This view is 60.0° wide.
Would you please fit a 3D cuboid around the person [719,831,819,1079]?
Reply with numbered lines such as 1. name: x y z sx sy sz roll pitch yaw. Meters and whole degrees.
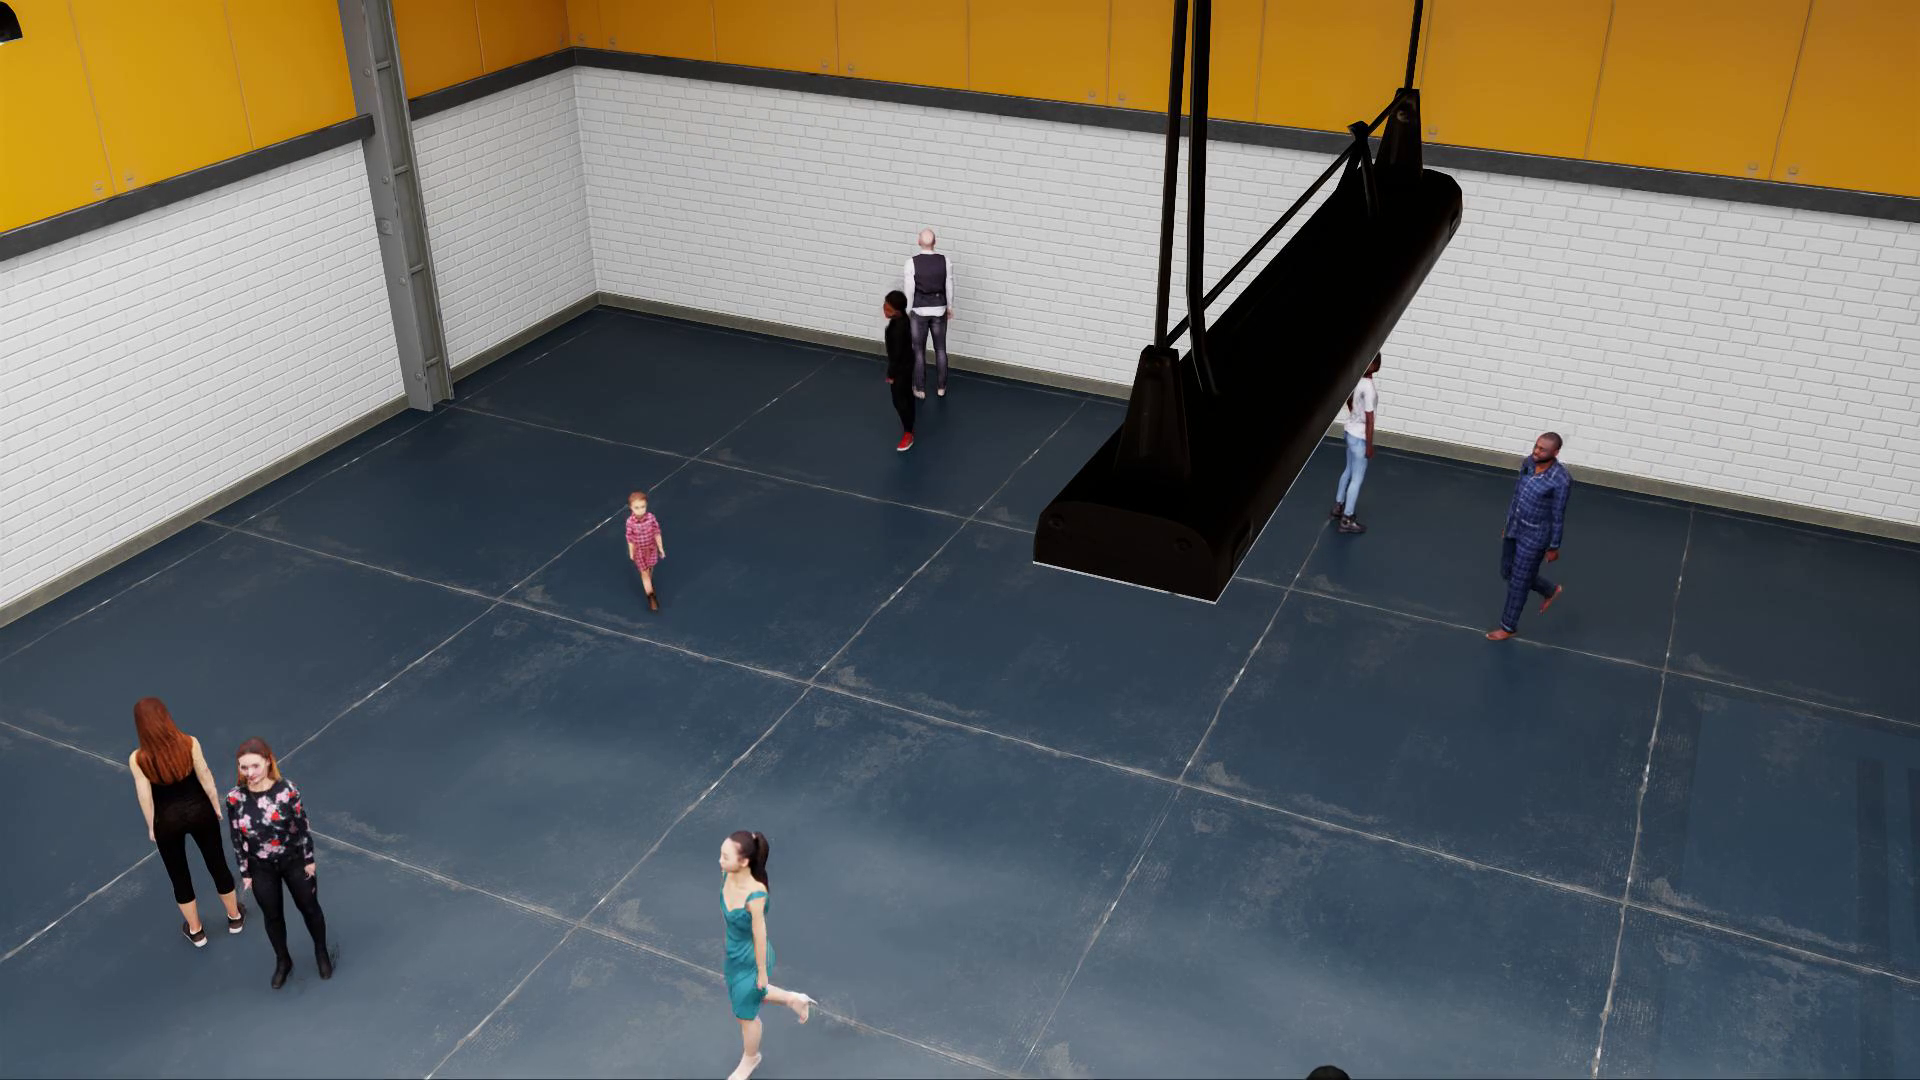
1. person: -1.076 2.246 9.034 0.904 1.674 0.772 -19 34 -30

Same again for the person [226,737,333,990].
1. person: -3.982 1.871 9.712 0.645 1.684 0.691 -8 30 -14

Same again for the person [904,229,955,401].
1. person: -0.330 -2.356 17.314 0.780 1.823 0.820 -7 29 -13

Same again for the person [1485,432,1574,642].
1. person: 4.559 -0.046 13.102 1.032 1.802 0.982 -10 30 -17

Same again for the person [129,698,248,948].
1. person: -4.675 1.688 10.007 0.614 1.721 0.706 -15 32 -26

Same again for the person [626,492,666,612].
1. person: -2.610 0.040 13.779 0.713 1.002 0.755 -11 31 -20

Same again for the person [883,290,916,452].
1. person: -0.546 -1.730 16.356 0.863 1.643 0.614 10 30 17

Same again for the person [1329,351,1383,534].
1. person: 3.532 -0.900 14.755 0.716 1.719 0.606 -2 29 -3
